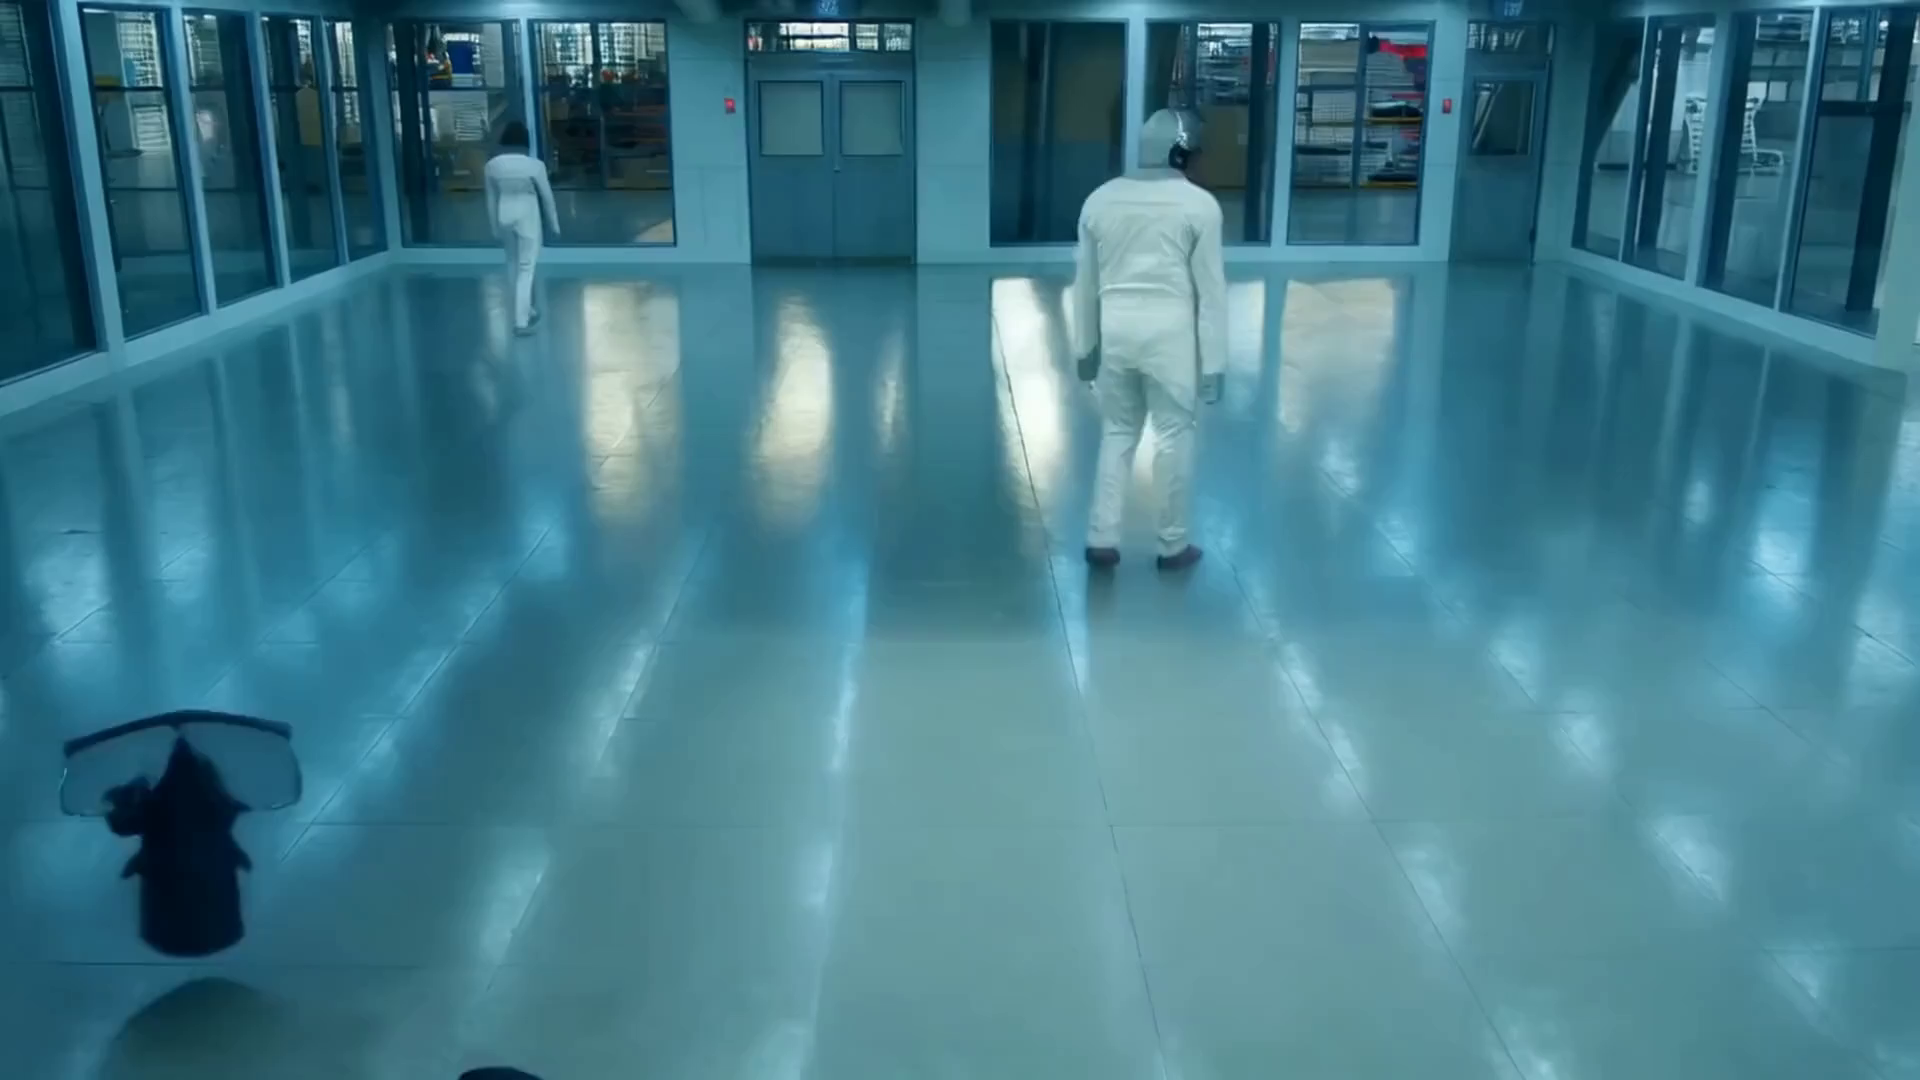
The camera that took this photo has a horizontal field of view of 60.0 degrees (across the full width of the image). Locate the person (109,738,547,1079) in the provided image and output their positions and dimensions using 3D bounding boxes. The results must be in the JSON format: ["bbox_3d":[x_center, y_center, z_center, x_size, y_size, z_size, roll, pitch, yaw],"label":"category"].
[{"bbox_3d":[-0.463,0.908,1.093,0.521,1.865,0.319,-7,18,-24],"label":"person"}]

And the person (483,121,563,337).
[{"bbox_3d":[-3.332,-2.388,12.763,0.510,1.606,0.721,4,17,14],"label":"person"}]

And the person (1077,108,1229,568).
[{"bbox_3d":[0.781,-0.793,6.871,0.693,1.909,0.534,11,19,32],"label":"person"}]
